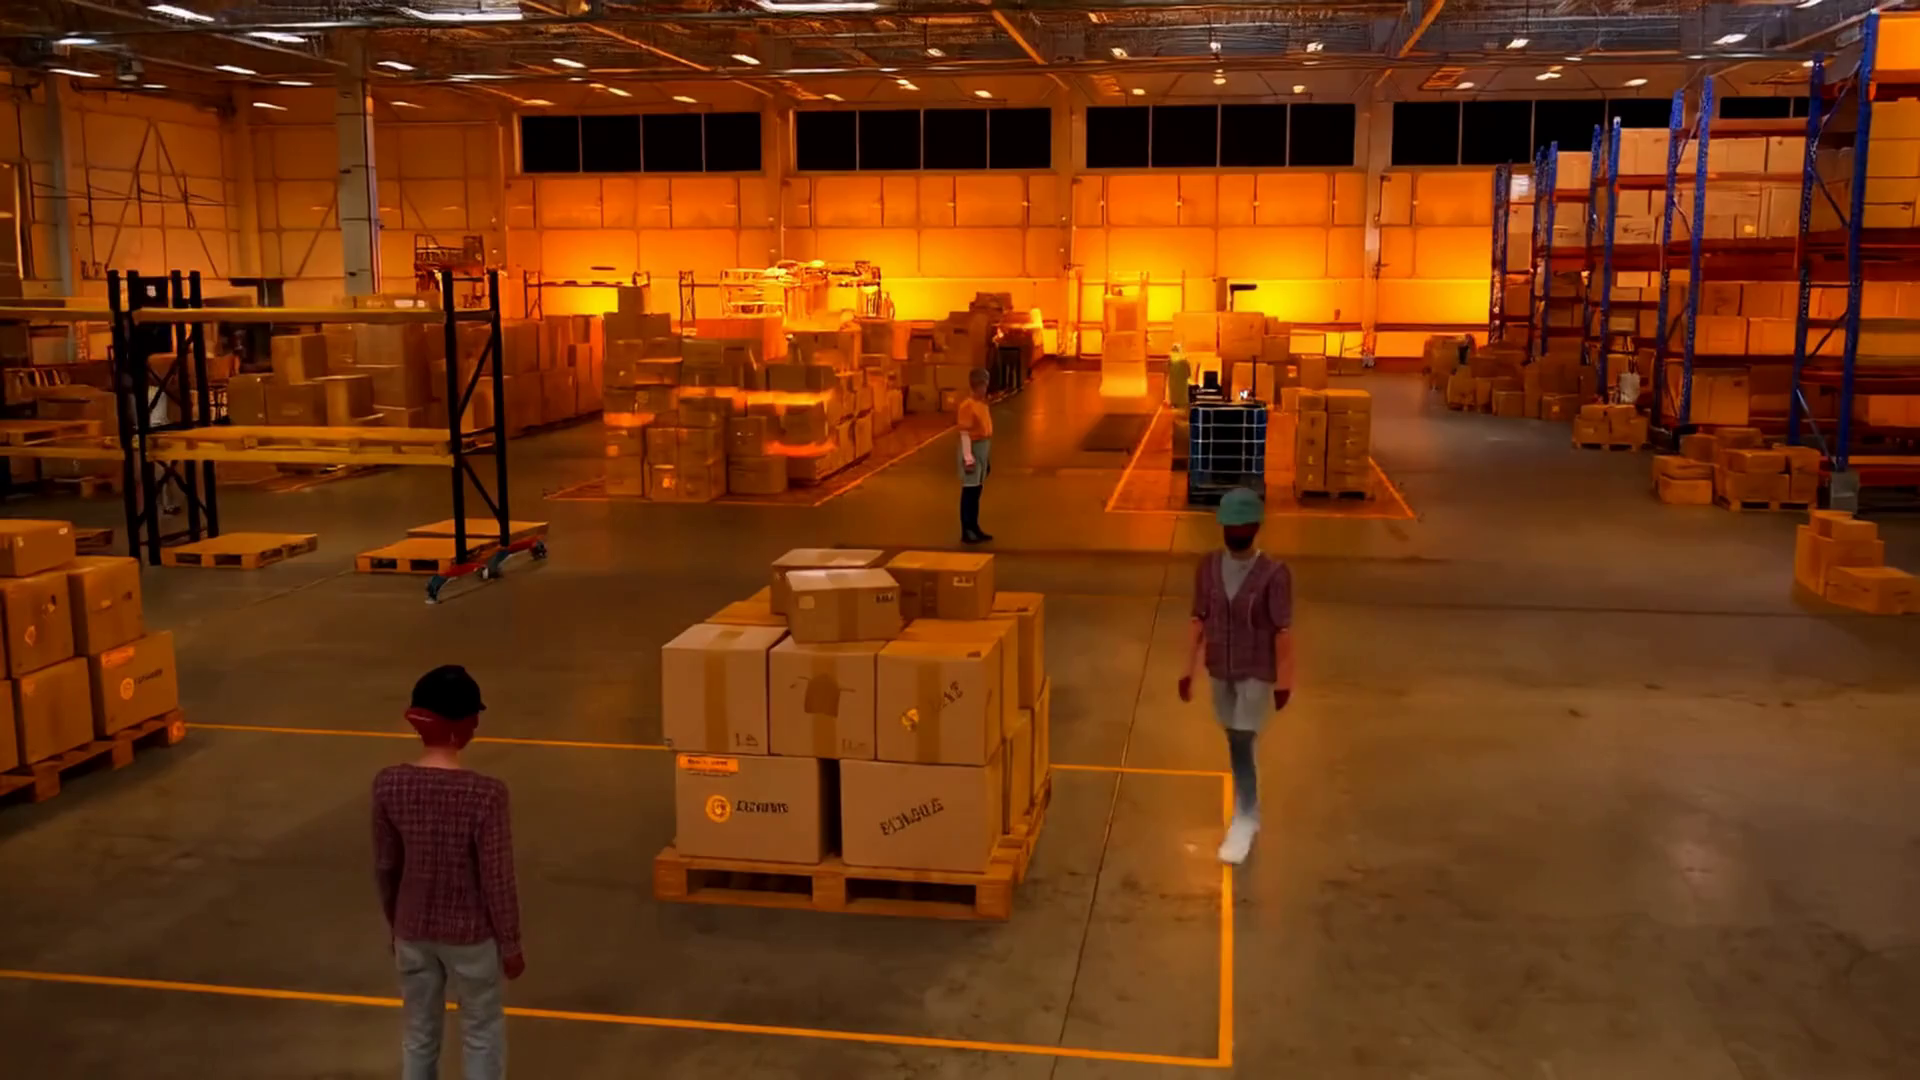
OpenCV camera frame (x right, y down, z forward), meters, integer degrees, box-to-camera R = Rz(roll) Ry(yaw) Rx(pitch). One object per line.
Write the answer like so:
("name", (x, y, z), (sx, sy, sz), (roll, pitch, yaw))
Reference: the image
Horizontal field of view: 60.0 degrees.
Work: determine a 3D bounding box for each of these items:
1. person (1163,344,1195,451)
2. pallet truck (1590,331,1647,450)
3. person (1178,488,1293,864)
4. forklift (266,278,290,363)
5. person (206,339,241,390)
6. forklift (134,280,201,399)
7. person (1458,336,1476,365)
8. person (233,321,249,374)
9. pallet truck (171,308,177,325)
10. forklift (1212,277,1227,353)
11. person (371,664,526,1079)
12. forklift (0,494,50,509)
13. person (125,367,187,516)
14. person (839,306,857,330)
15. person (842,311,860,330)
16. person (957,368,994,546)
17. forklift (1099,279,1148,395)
("person", (3.681, -2.415, 28.168), (1.031, 1.794, 0.621), (-8, 12, -41))
("pallet truck", (11.253, -2.573, 28.499), (0.823, 1.965, 1.885), (5, 10, 27))
("person", (1.403, 0.687, 8.619), (0.545, 1.912, 0.787), (8, 12, 40))
("forklift", (-17.637, -5.367, 43.017), (1.873, 2.768, 1.129), (-3, 10, -17))
("person", (-12.792, -2.557, 28.888), (0.606, 1.832, 0.951), (-3, 10, -17))
("forklift", (-18.803, -4.699, 38.898), (1.873, 2.768, 1.129), (1, 9, 9))
("person", (11.180, -3.736, 36.904), (0.836, 1.601, 0.519), (-5, 11, -31))
("person", (-19.959, -5.259, 46.195), (0.513, 1.635, 0.312), (4, 10, 26))
("pallet truck", (-21.869, -5.598, 47.154), (0.823, 1.965, 1.885), (4, 10, 26))
("forklift", (7.552, -6.241, 48.406), (1.873, 2.768, 1.129), (1, 9, 9))
("person", (-1.656, 1.280, 5.455), (0.531, 1.766, 0.330), (3, 10, 18))
("forklift", (-12.493, -1.705, 20.431), (1.129, 2.768, 1.873), (3, 10, 16))
("person", (-9.861, -1.183, 20.360), (0.671, 1.858, 0.693), (-5, 10, -27))
("person", (-3.472, -6.241, 51.341), (0.632, 1.931, 0.366), (-8, 12, -41))
("person", (-2.969, -5.230, 45.118), (0.542, 1.928, 0.399), (-6, 11, -35))
("person", (0.181, -0.919, 18.416), (0.375, 1.959, 0.600), (4, 10, 22))
("forklift", (4.055, -5.016, 40.850), (1.129, 2.768, 1.873), (1, 9, 8))
